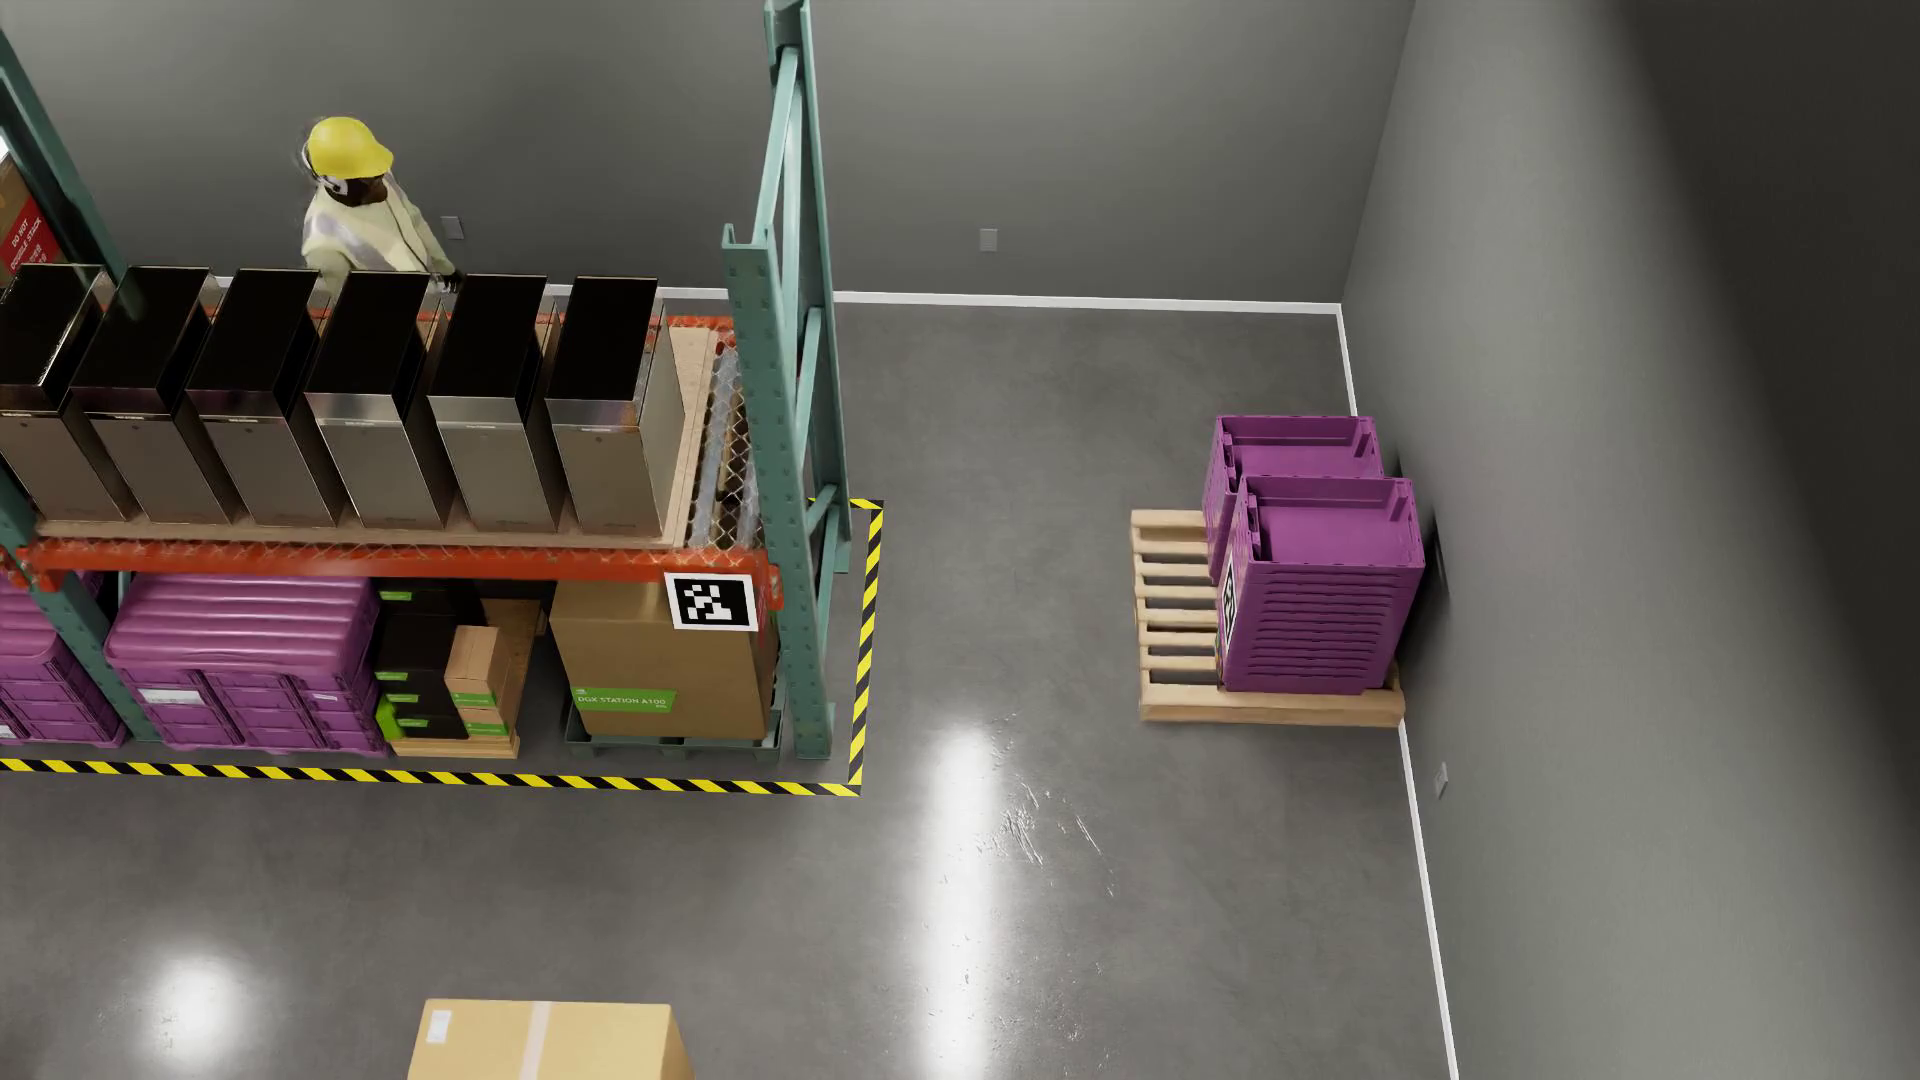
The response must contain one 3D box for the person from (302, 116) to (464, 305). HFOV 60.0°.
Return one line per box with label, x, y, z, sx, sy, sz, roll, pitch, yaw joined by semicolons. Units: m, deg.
person;-2.111;-0.913;6.496;0.871;1.790;0.615;3;52;2
